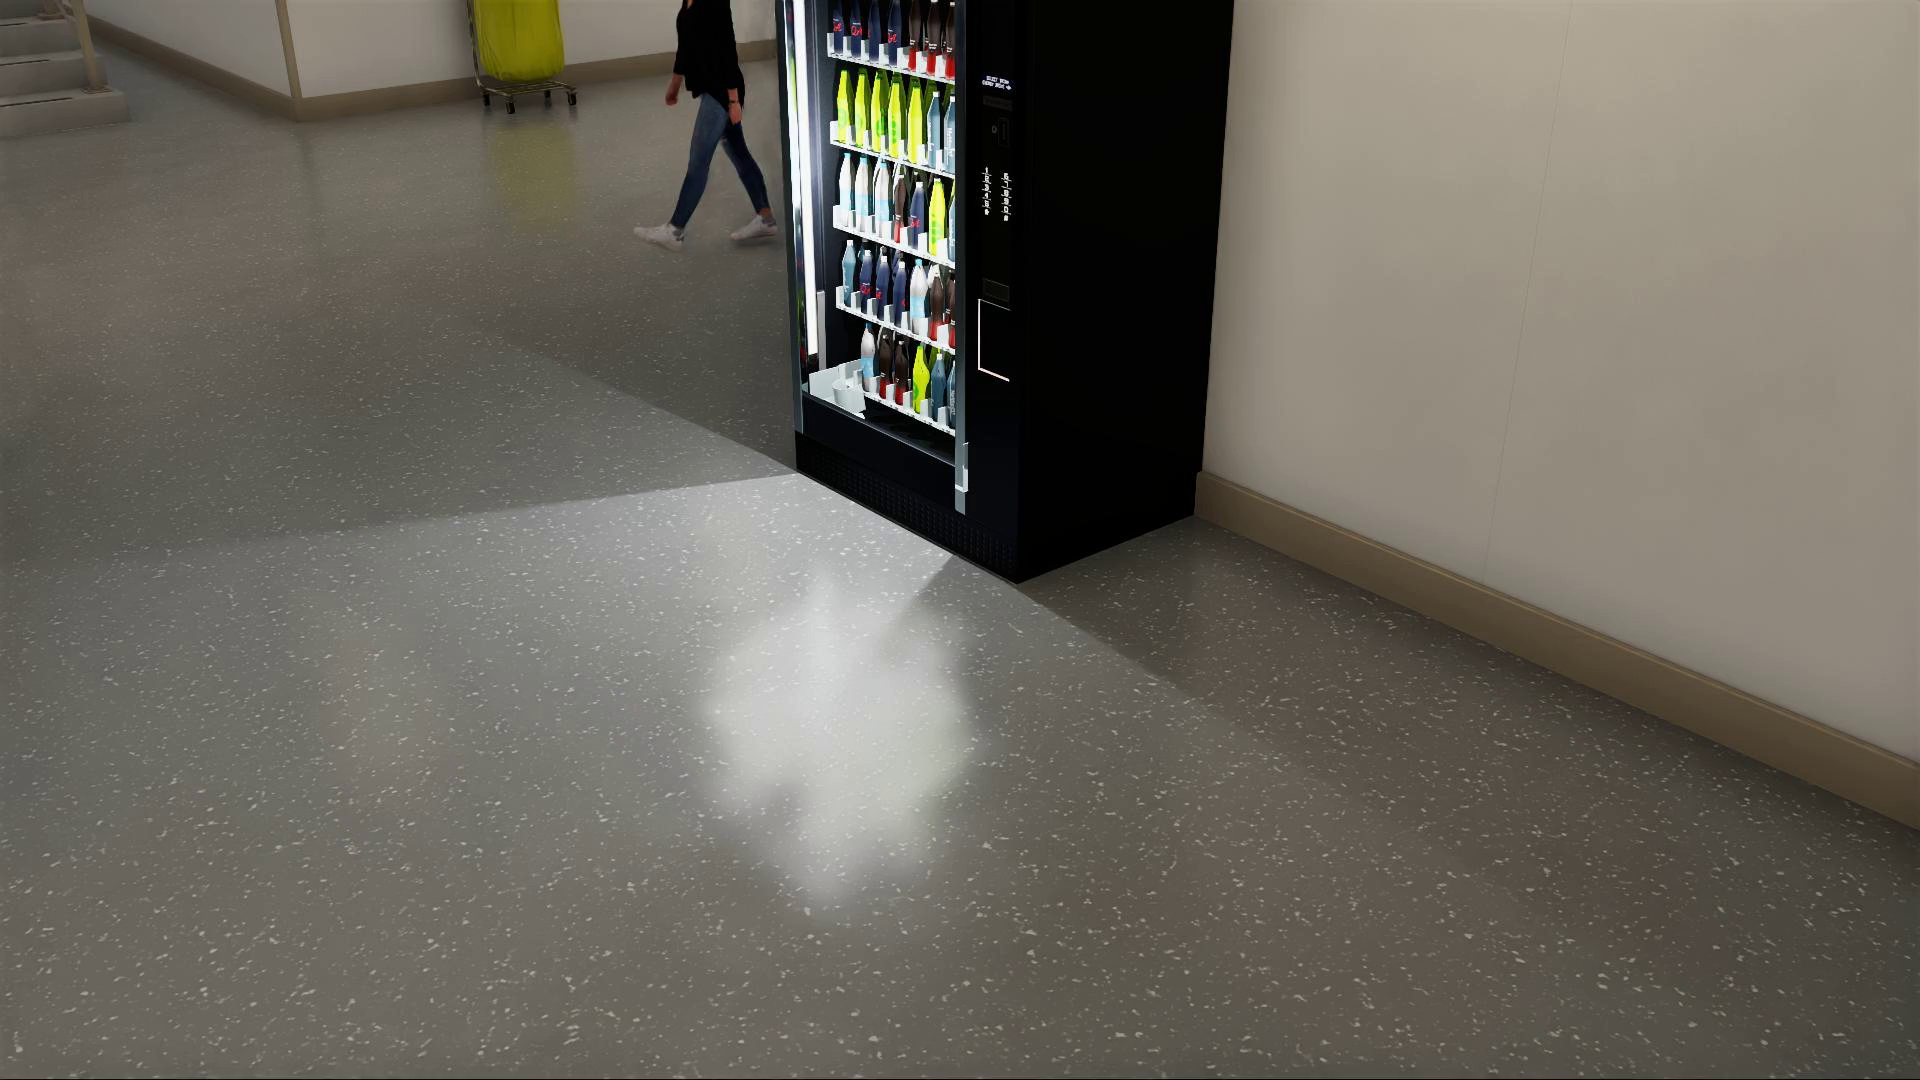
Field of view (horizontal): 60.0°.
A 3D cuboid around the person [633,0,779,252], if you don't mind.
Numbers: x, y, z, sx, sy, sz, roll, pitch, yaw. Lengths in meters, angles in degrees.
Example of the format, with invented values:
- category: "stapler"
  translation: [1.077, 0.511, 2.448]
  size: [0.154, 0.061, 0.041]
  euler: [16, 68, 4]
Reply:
- category: "person"
  translation: [-1.156, -2.272, 8.417]
  size: [0.837, 1.611, 1.021]
  euler: [-11, 28, -21]
